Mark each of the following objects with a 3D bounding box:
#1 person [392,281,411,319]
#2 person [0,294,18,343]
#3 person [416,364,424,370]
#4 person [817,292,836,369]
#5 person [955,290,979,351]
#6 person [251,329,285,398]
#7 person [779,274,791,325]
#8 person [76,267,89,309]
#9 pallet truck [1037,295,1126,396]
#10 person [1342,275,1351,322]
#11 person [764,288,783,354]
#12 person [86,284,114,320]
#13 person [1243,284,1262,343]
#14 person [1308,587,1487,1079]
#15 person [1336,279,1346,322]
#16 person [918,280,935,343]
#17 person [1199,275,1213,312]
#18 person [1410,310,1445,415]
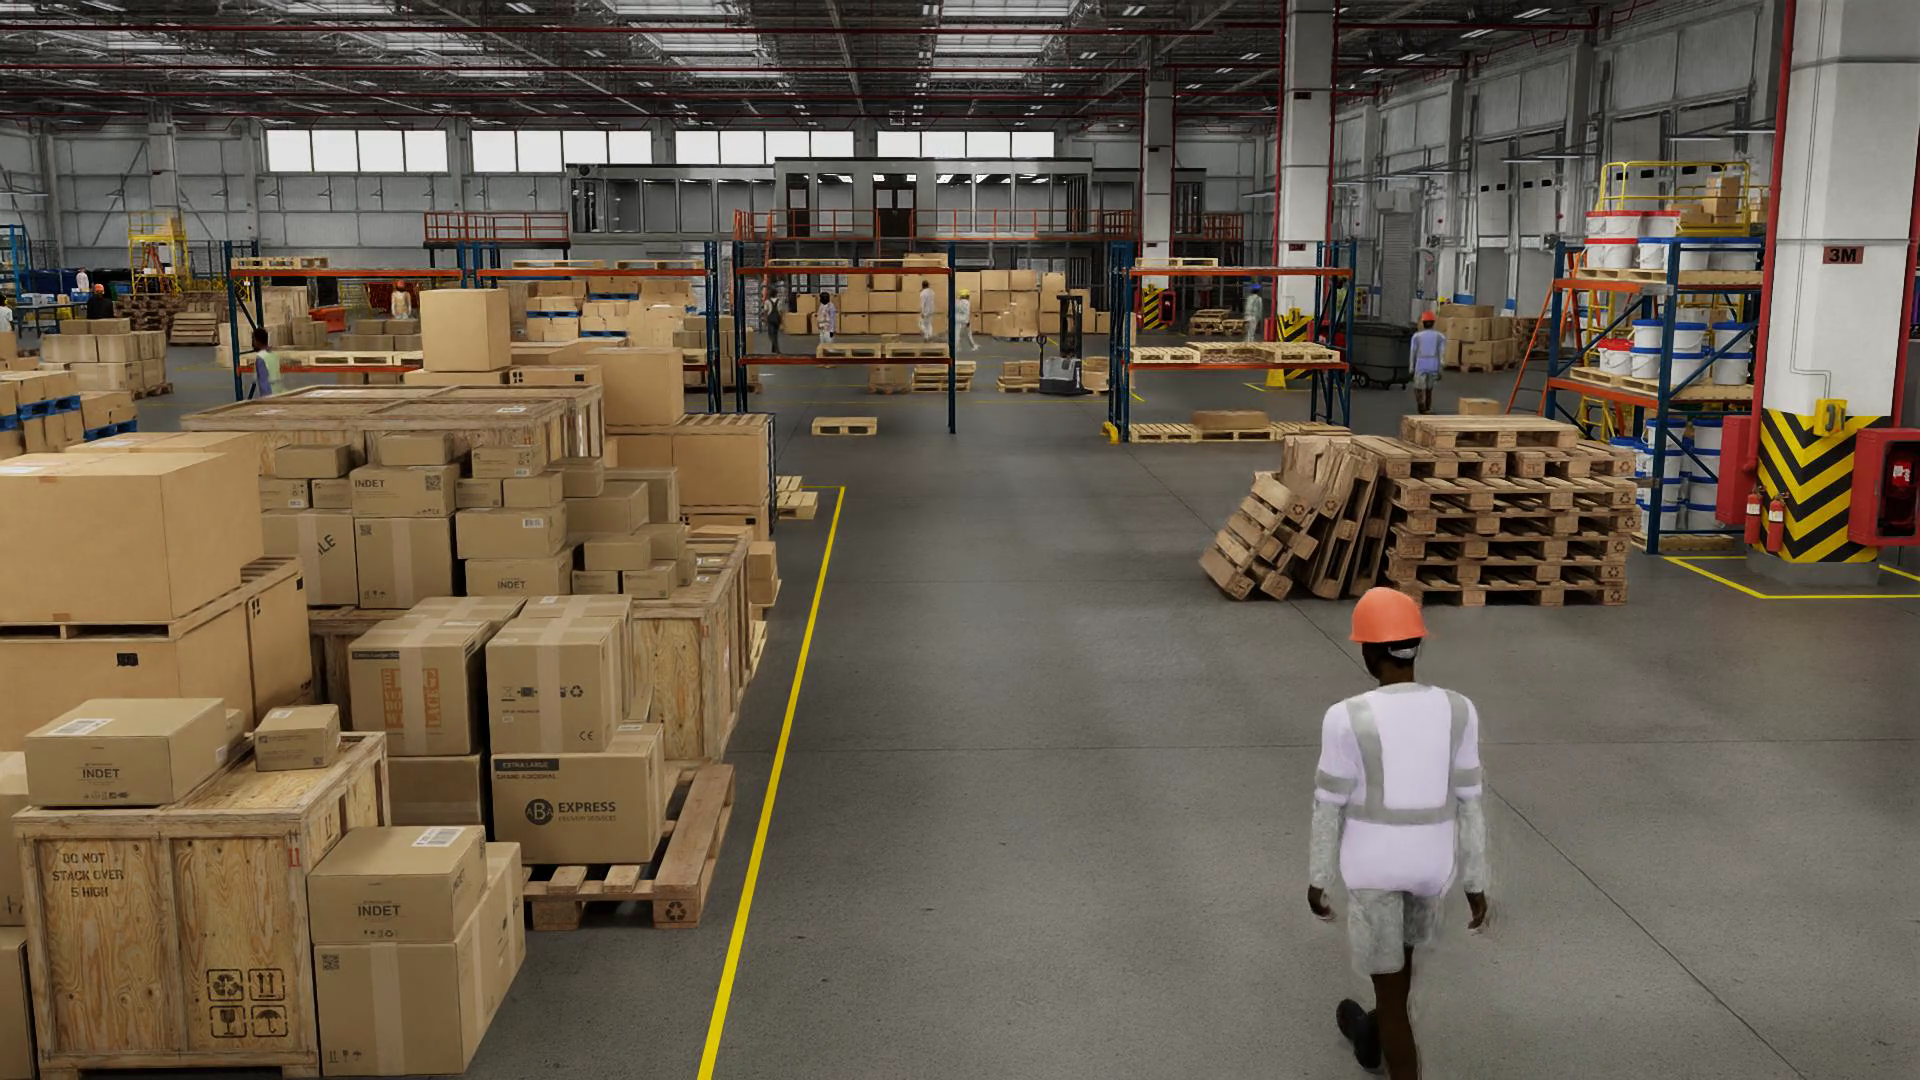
[{"bbox_3d":[-16.550,-6.741,49.309,0.549,1.898,0.971,-4,11,-20],"label":"person"},{"bbox_3d":[-21.439,-4.588,37.354,0.532,1.870,0.319,1,10,3],"label":"person"},{"bbox_3d":[-6.266,-1.505,20.073,0.588,1.907,0.432,-2,10,-10],"label":"person"},{"bbox_3d":[-3.204,-5.018,39.839,0.430,1.840,0.625,-6,12,-31],"label":"person"},{"bbox_3d":[0.147,-6.094,46.205,0.505,1.687,0.889,9,14,41],"label":"person"},{"bbox_3d":[-9.384,-1.904,22.413,1.016,1.861,0.611,0,10,-2],"label":"person"},{"bbox_3d":[-6.377,-8.806,60.850,0.531,1.867,0.616,0,10,-1],"label":"person"},{"bbox_3d":[-39.222,-11.267,74.483,0.639,1.902,0.407,5,11,24],"label":"person"},{"bbox_3d":[2.483,-3.881,33.060,1.885,1.965,0.823,-7,13,-36],"label":"pallet truck"},{"bbox_3d":[13.963,-8.748,60.406,0.623,1.905,0.610,-2,10,-10],"label":"person"},{"bbox_3d":[-4.939,-5.795,44.238,0.522,1.823,0.760,-5,11,-25],"label":"person"},{"bbox_3d":[-21.351,-5.366,41.337,0.611,1.998,0.375,-6,12,-30],"label":"person"},{"bbox_3d":[7.848,-5.927,44.786,0.734,1.902,0.665,-5,11,-25],"label":"person"},{"bbox_3d":[1.466,1.093,5.704,0.568,1.870,1.001,-2,10,-11],"label":"person"},{"bbox_3d":[12.020,-7.342,52.779,0.633,1.843,0.429,-7,13,-36],"label":"person"},{"bbox_3d":[-0.987,-6.658,48.753,0.434,1.923,0.631,8,13,39],"label":"person"},{"bbox_3d":[10.550,-10.767,71.463,0.612,1.986,0.407,3,11,19],"label":"person"},{"bbox_3d":[7.726,-2.844,27.524,0.544,1.920,0.586,1,10,7],"label":"person"}]
